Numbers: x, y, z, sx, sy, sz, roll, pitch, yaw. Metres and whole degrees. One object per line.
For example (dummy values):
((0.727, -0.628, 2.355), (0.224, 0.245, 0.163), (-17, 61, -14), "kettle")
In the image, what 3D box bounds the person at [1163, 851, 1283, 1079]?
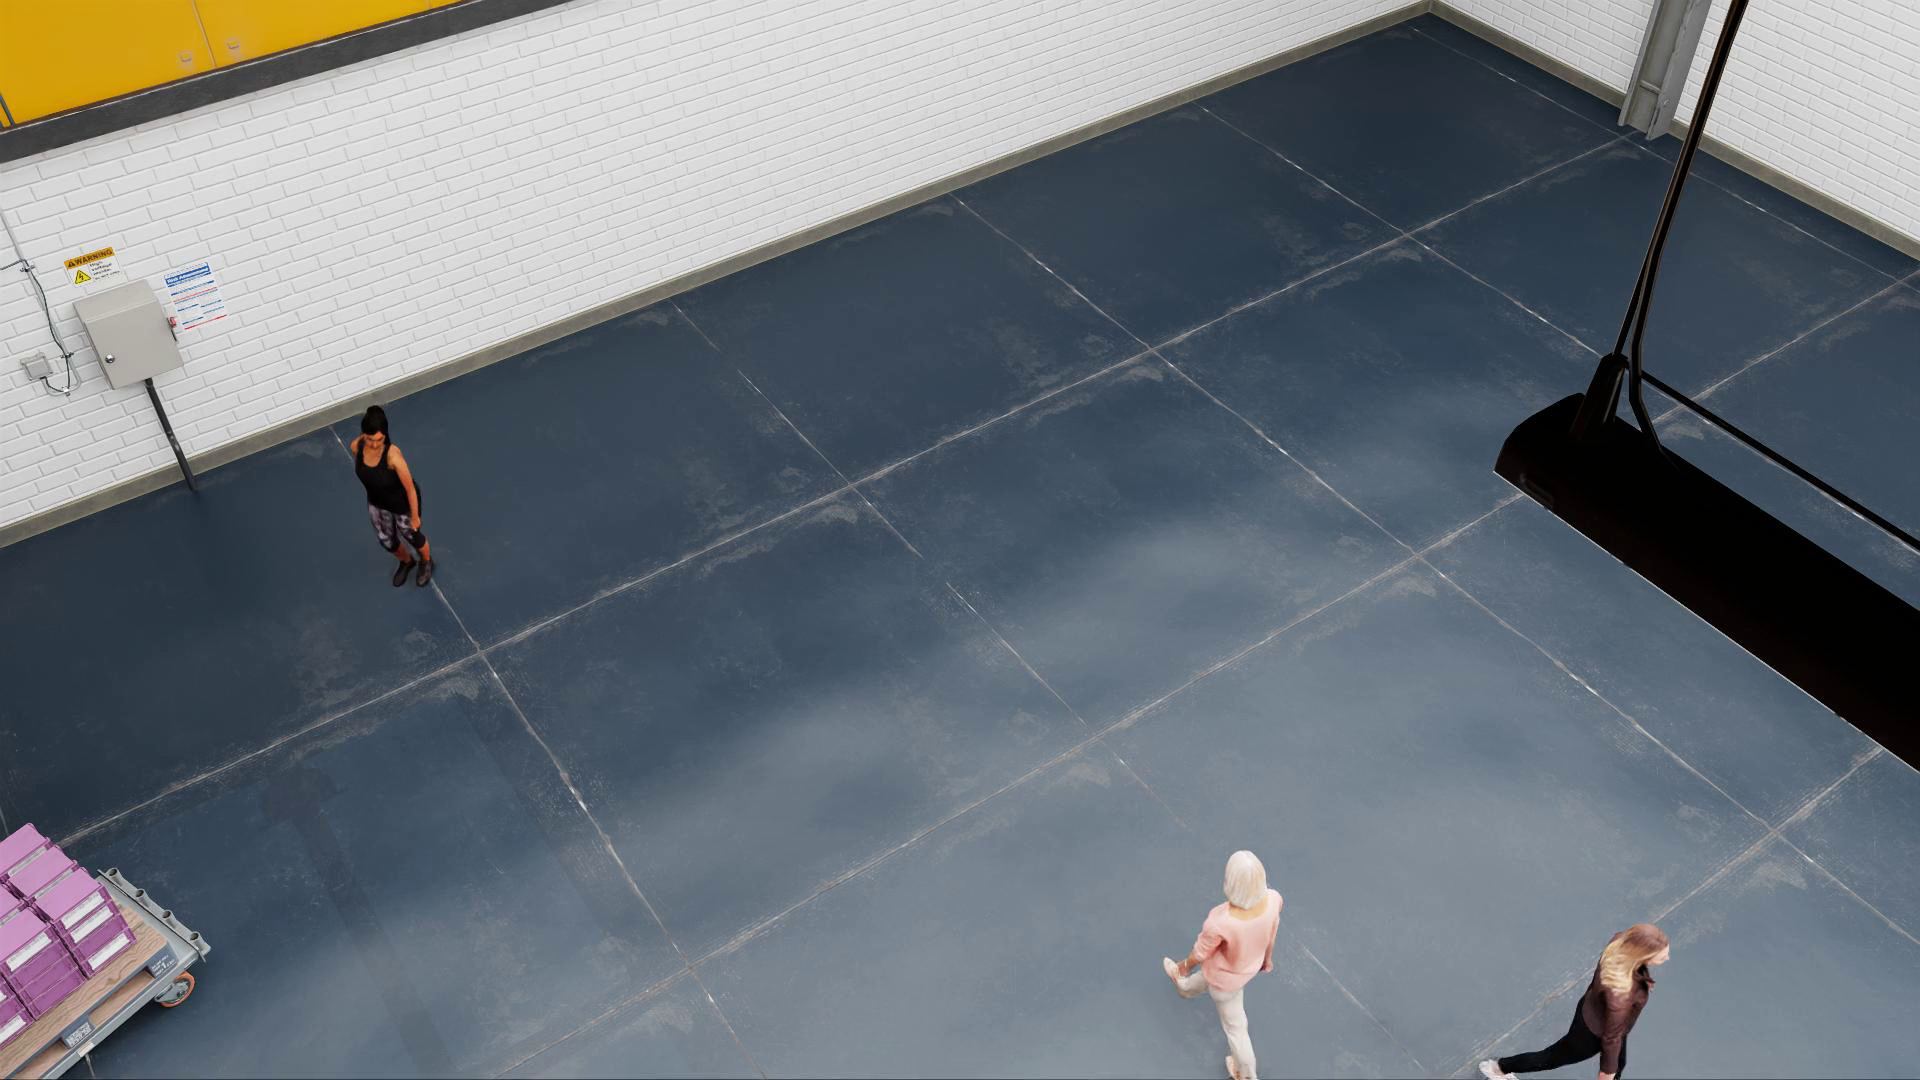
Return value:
((1.450, 2.268, 8.586), (0.636, 1.670, 1.113), (-24, 48, -23), "person")

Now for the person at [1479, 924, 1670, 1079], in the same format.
((3.136, 2.433, 8.418), (1.209, 1.664, 0.997), (18, 46, 18), "person")

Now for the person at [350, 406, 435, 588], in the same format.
((-3.840, -0.313, 11.317), (0.735, 1.641, 0.798), (17, 46, 17), "person")
